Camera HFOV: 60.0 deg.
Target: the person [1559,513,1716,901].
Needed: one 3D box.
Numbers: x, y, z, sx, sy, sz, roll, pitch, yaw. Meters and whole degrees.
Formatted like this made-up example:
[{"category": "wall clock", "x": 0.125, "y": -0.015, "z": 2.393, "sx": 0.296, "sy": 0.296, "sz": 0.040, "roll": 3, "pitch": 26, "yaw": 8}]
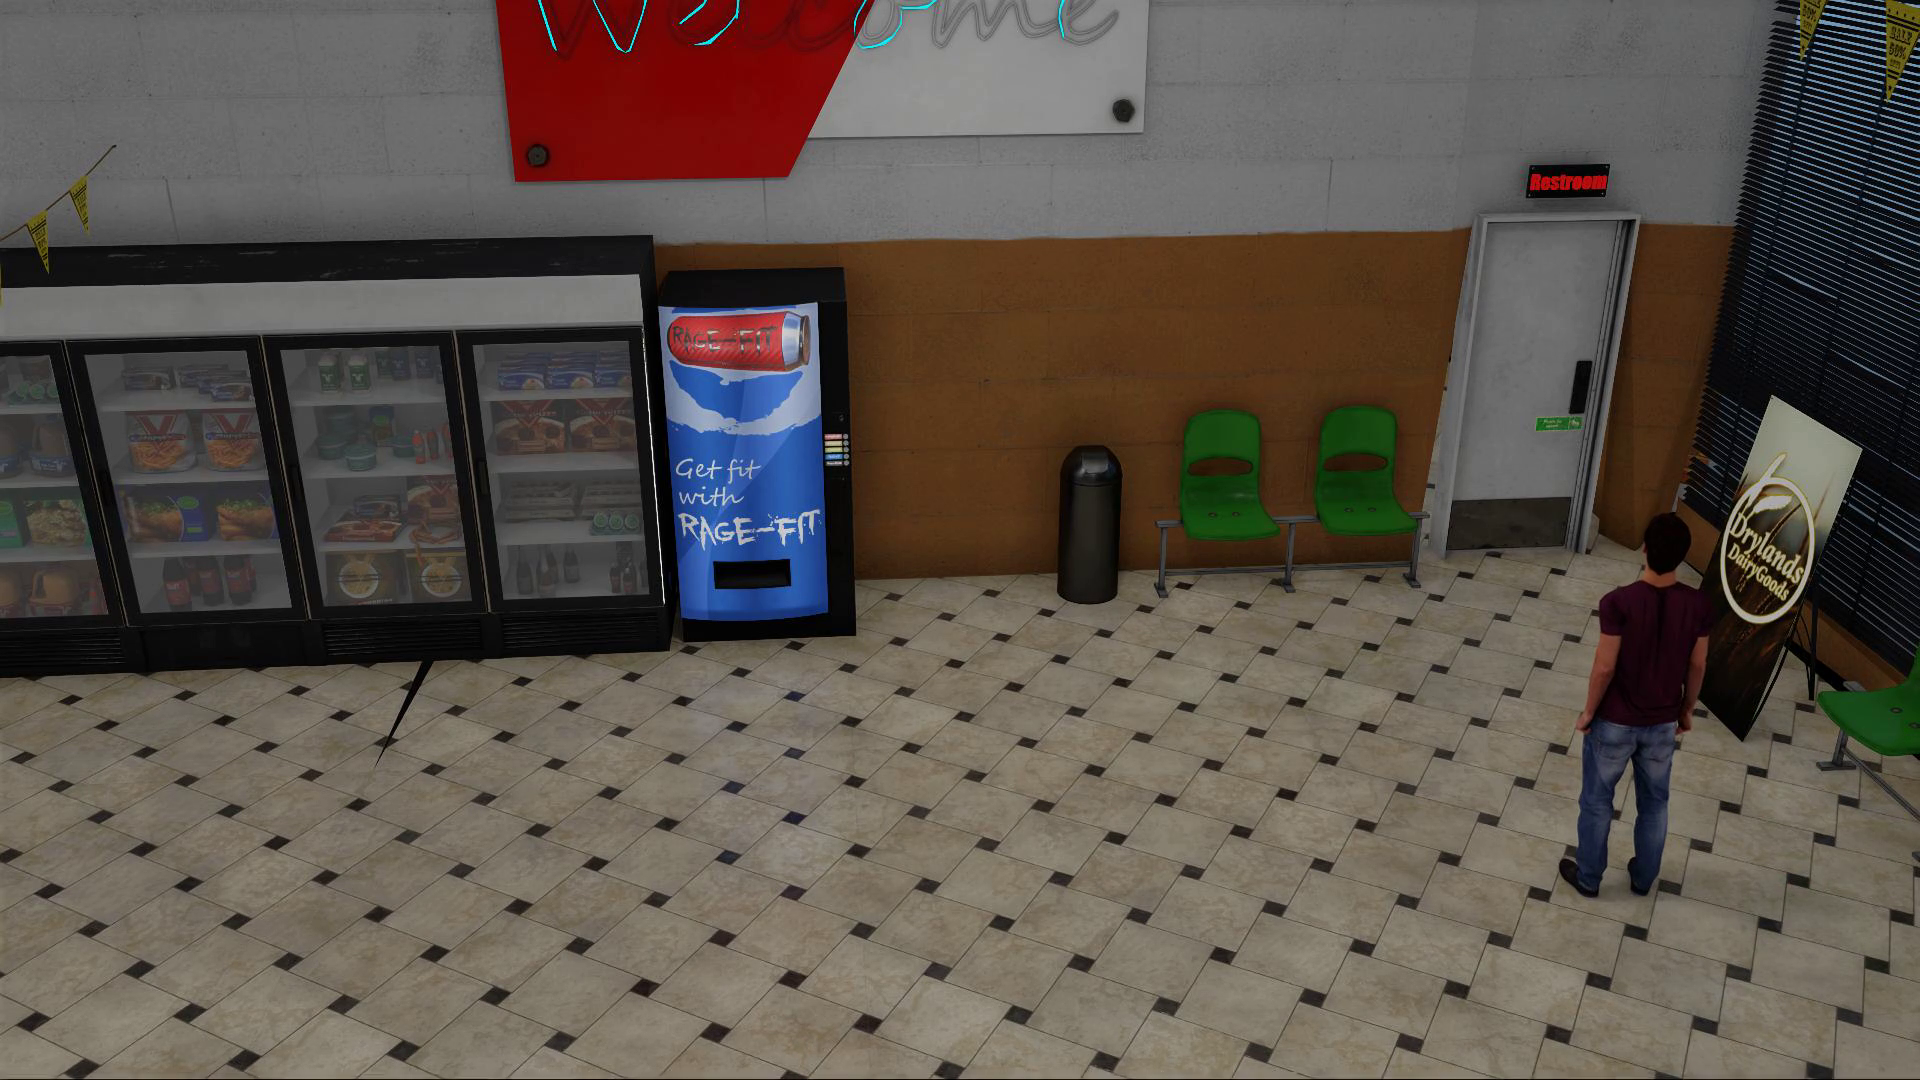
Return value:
[{"category": "person", "x": 3.007, "y": 0.758, "z": 7.387, "sx": 0.674, "sy": 1.852, "sz": 0.573, "roll": 0, "pitch": 24, "yaw": 1}]
